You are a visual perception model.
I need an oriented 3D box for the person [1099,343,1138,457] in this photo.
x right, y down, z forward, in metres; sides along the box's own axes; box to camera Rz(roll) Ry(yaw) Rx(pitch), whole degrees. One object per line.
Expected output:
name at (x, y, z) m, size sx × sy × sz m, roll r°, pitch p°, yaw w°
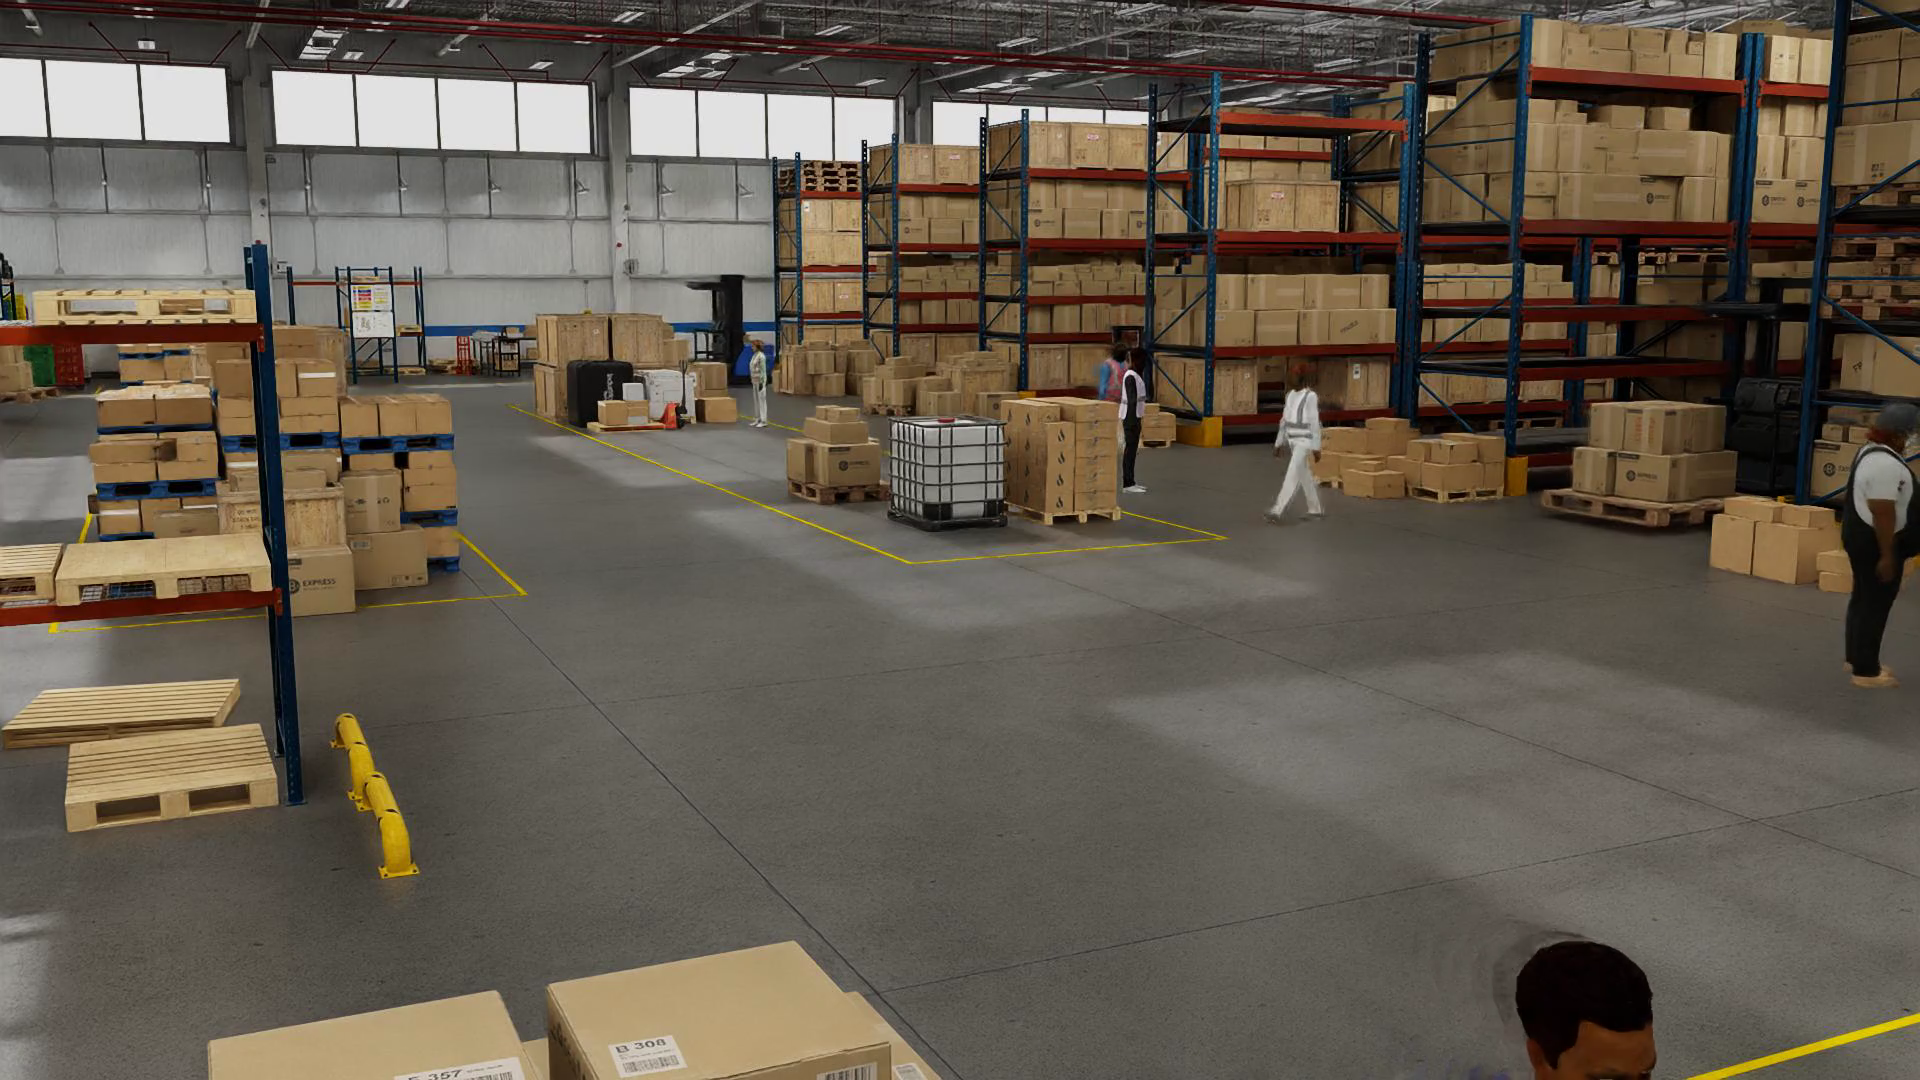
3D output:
person at (2.436, -2.204, 26.171) m, size 0.992 × 1.788 × 0.630 m, roll 9°, pitch 13°, yaw 44°

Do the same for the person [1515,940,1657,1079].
person at (0.902, 1.521, 2.763) m, size 0.596 × 1.884 × 0.907 m, roll -4°, pitch 10°, yaw -25°

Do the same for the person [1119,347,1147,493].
person at (2.276, -1.575, 21.851) m, size 0.392 × 1.914 × 0.587 m, roll 2°, pitch 9°, yaw 10°

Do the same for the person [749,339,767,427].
person at (-3.765, -2.926, 31.076) m, size 0.308 × 1.641 × 0.514 m, roll -5°, pitch 10°, yaw -27°

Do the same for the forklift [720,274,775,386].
forklift at (-5.698, -5.280, 41.845) m, size 1.873 × 2.768 × 1.129 m, roll -4°, pitch 10°, yaw -25°

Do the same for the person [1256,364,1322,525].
person at (3.794, -1.087, 19.052) m, size 0.963 × 1.833 × 0.601 m, roll -3°, pitch 10°, yaw -17°

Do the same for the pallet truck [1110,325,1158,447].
pallet truck at (2.881, -2.596, 27.923) m, size 0.823 × 1.965 × 1.885 m, roll -1°, pitch 9°, yaw -7°

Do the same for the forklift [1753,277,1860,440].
forklift at (10.035, -1.768, 20.055) m, size 1.873 × 2.768 × 1.129 m, roll -4°, pitch 10°, yaw -25°

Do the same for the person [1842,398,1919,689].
person at (6.470, 0.008, 11.633) m, size 0.538 × 2.000 × 0.690 m, roll 3°, pitch 10°, yaw 17°
